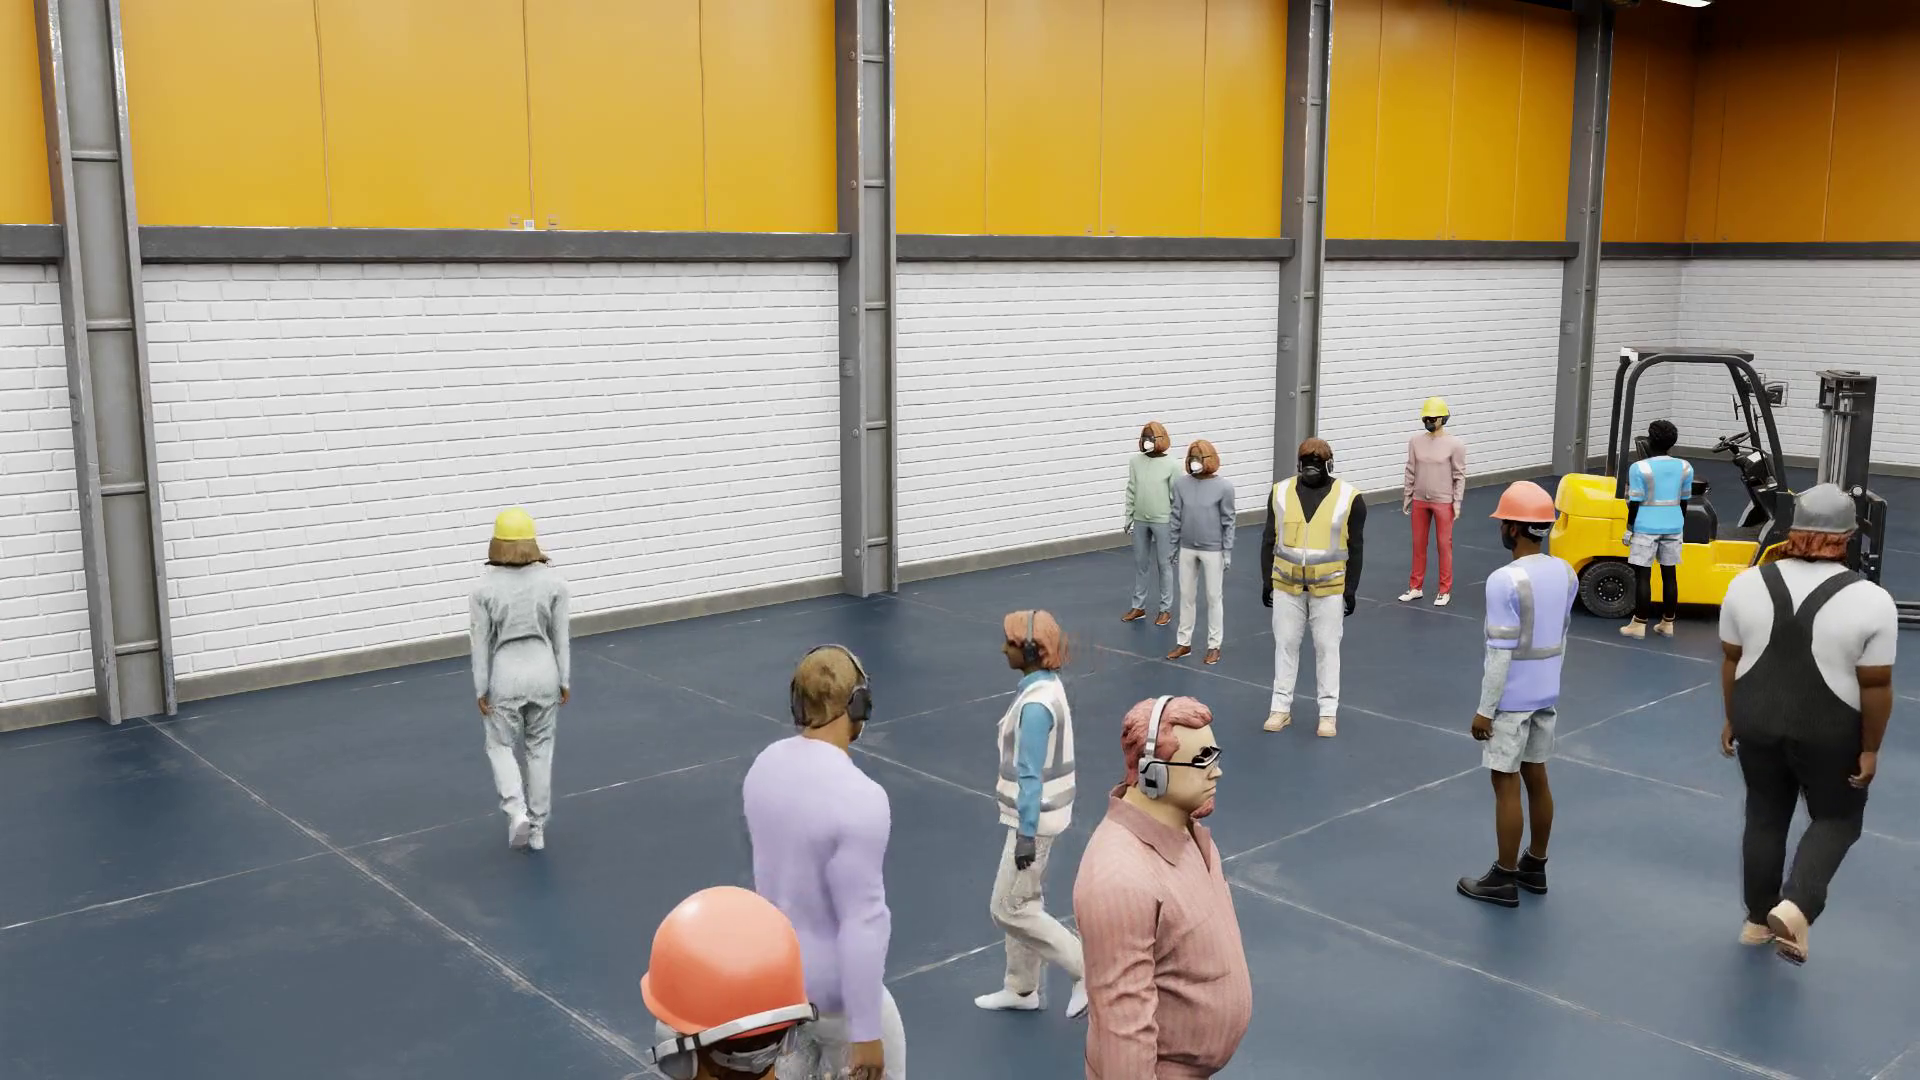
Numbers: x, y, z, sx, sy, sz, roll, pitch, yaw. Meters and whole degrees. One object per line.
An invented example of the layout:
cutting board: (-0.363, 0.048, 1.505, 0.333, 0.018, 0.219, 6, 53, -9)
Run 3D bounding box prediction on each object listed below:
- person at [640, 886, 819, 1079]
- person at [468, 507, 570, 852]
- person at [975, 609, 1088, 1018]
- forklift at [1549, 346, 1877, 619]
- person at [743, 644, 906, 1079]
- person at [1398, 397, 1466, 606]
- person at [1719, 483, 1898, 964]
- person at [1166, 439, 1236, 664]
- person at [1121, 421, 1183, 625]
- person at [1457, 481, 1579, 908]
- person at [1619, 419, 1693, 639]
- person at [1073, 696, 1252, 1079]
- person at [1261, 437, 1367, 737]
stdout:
person: (-0.337, 1.511, 2.625, 0.612, 1.995, 0.392, -8, 13, -40)
person: (-2.136, 0.704, 8.149, 0.483, 1.731, 0.487, -4, 11, -23)
person: (0.302, 1.063, 6.330, 0.440, 1.625, 0.542, 1, 10, 3)
forklift: (6.109, -0.478, 13.691, 2.313, 2.155, 1.214, 3, 10, 16)
person: (-0.405, 1.238, 4.630, 1.040, 1.873, 0.685, -8, 13, -40)
person: (3.982, -0.323, 14.038, 0.533, 1.767, 0.326, 9, 13, 42)
person: (3.497, 0.756, 6.915, 0.668, 2.000, 0.694, -9, 13, -42)
person: (1.748, 0.081, 12.052, 0.501, 1.632, 0.280, 6, 12, 33)
person: (1.542, -0.136, 13.325, 0.498, 1.634, 0.279, 7, 12, 35)
person: (2.527, 0.697, 7.563, 0.545, 1.938, 0.361, -7, 12, -37)
person: (5.354, -0.079, 12.802, 0.536, 1.700, 0.318, -2, 10, -12)
person: (0.500, 1.310, 4.065, 0.410, 1.909, 0.643, 3, 10, 17)
person: (2.154, 0.287, 10.242, 0.627, 1.844, 0.429, 4, 10, 22)
